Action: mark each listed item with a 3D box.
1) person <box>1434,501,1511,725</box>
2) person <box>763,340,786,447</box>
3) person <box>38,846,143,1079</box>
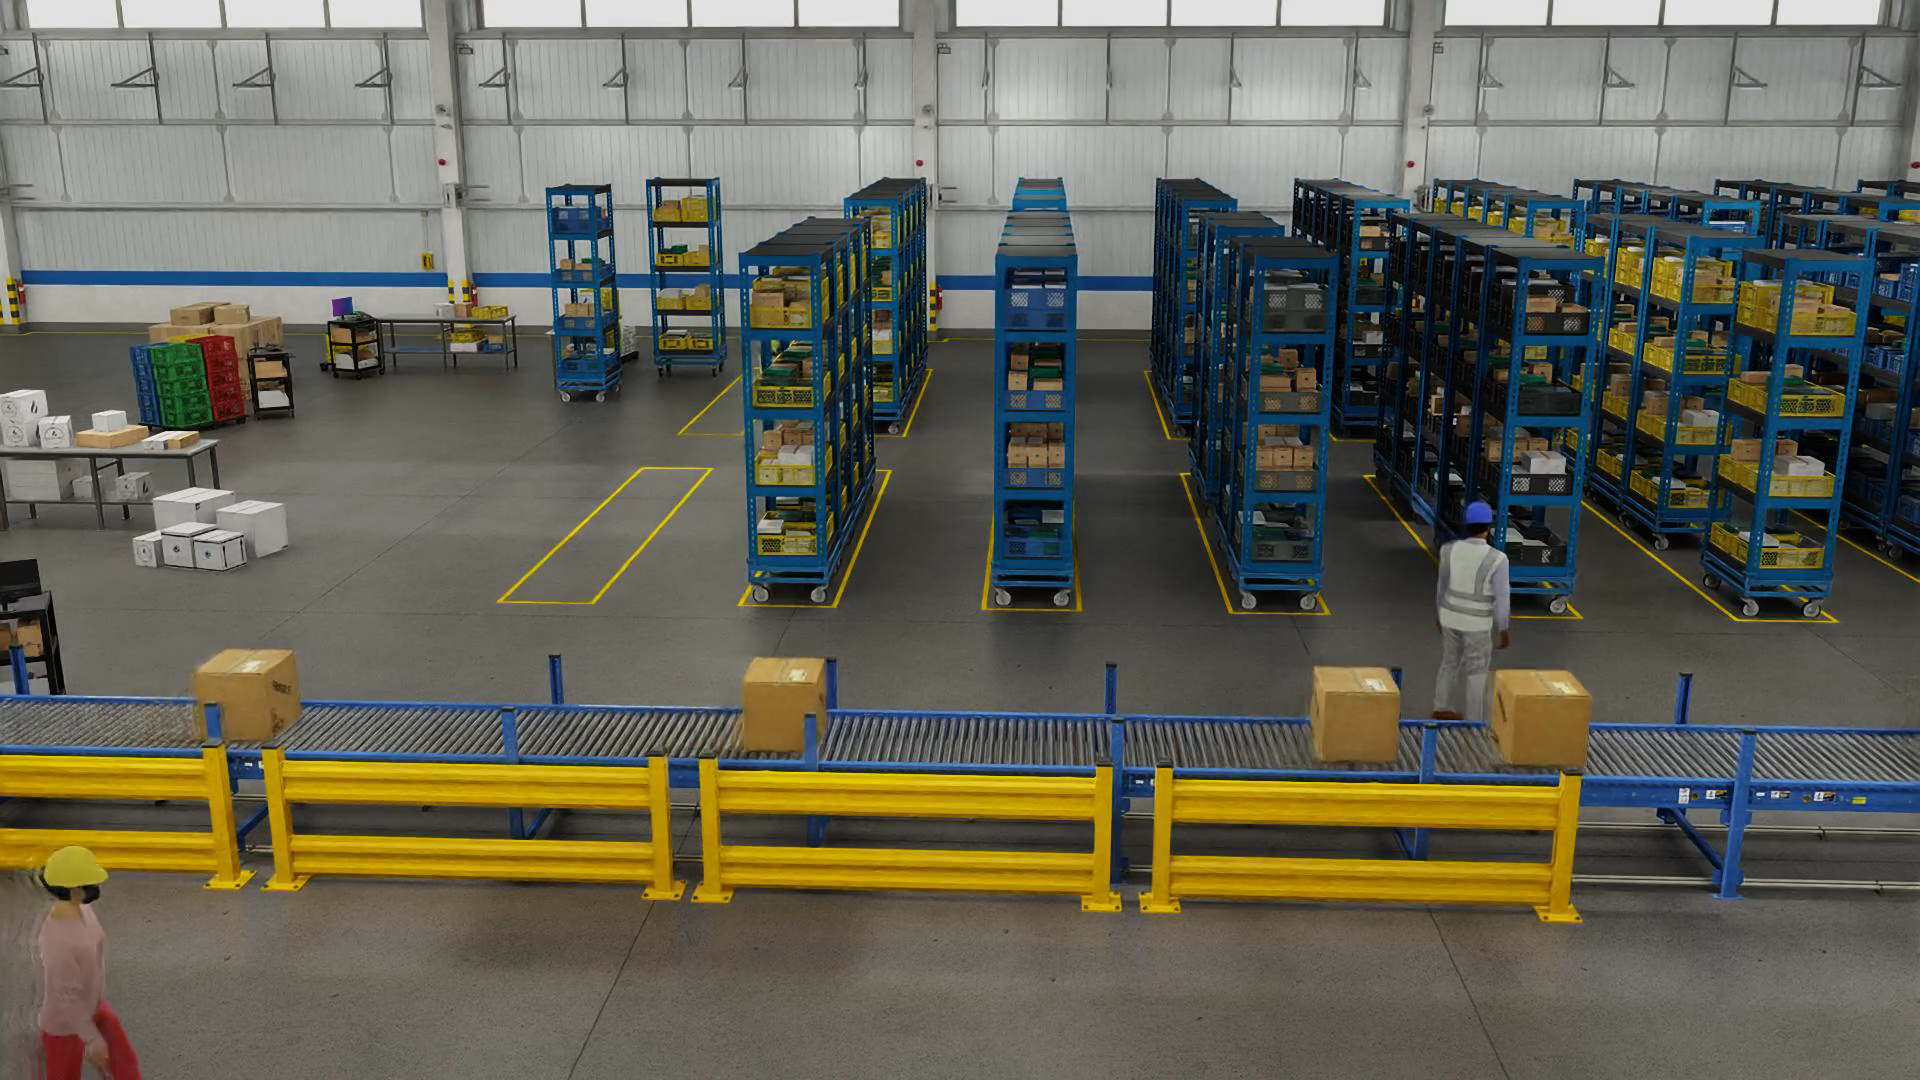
[{"bbox_3d":[4.150,0.648,13.479,0.454,1.933,0.666,-12,19,-38],"label":"person"},{"bbox_3d":[-2.523,-2.027,23.651,0.692,1.802,0.589,-3,15,-9],"label":"person"},{"bbox_3d":[-4.068,2.252,7.882,0.833,1.727,0.546,-3,15,-11],"label":"person"}]
